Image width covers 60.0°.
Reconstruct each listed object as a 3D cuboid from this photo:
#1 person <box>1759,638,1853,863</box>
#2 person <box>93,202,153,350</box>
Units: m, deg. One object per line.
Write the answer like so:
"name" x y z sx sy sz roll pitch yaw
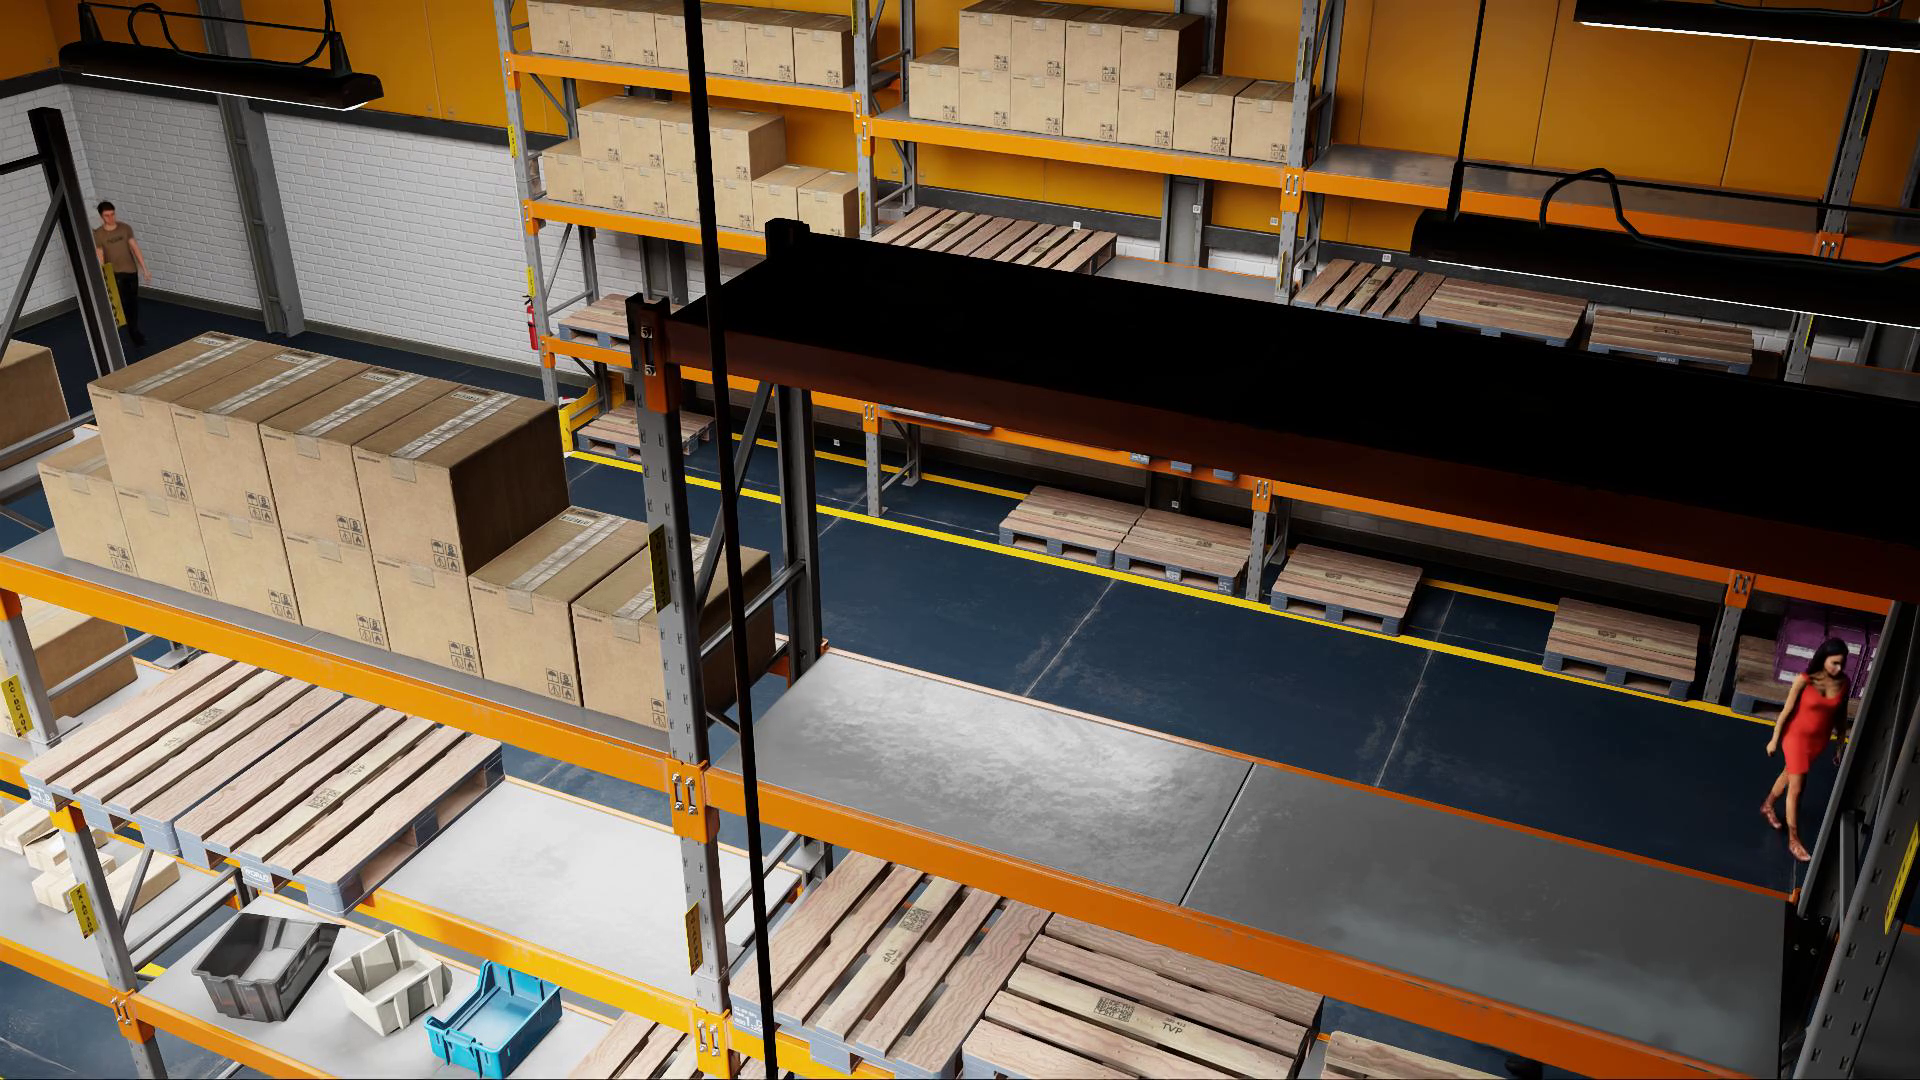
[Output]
"person" 6.170 1.425 12.232 1.011 1.693 0.986 -3 29 -6
"person" -10.537 -3.360 20.858 0.971 1.833 0.796 21 35 33
